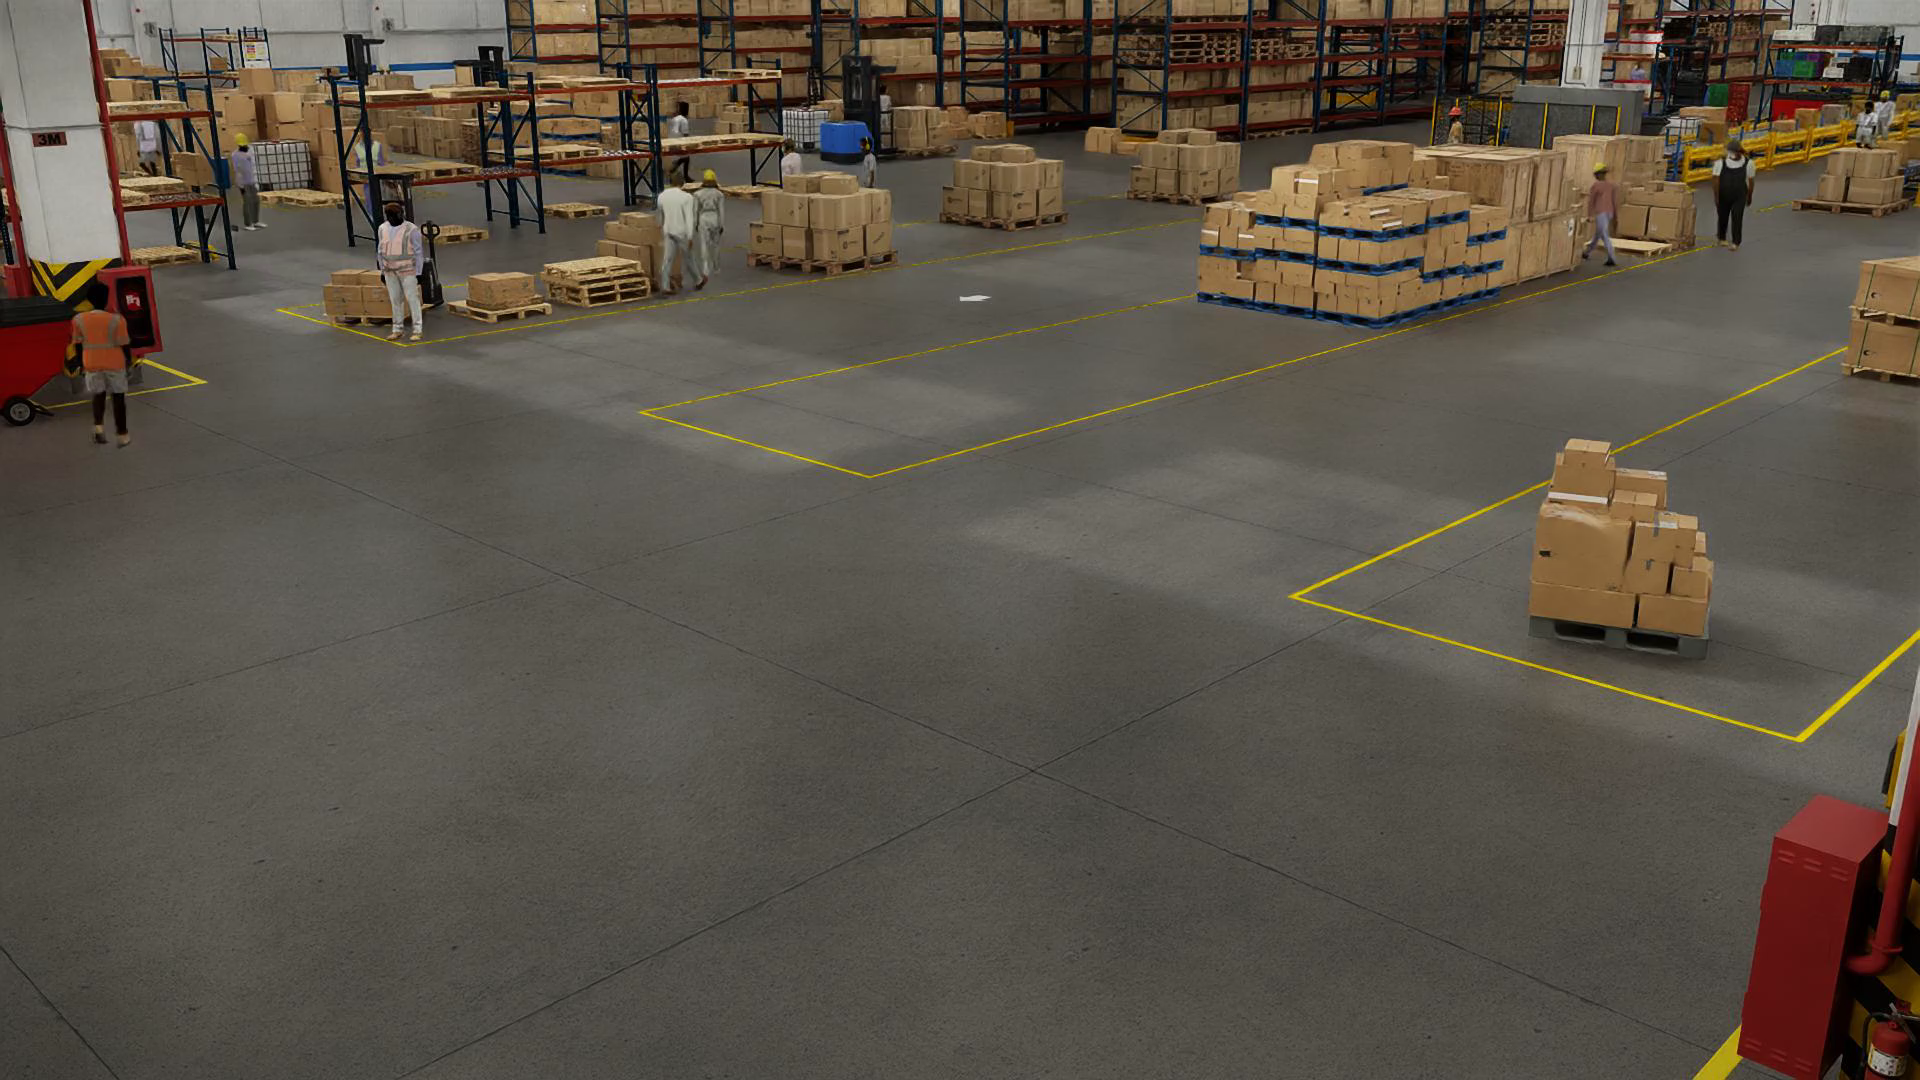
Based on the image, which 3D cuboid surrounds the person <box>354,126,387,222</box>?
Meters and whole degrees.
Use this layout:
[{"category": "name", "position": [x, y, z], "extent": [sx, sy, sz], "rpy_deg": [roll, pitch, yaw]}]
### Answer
[{"category": "person", "position": [-11.919, -7.433, 33.719], "extent": [0.604, 1.896, 0.697], "rpy_deg": [1, 18, 2]}]

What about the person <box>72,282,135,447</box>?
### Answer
[{"category": "person", "position": [-8.725, -1.775, 16.980], "extent": [0.570, 1.686, 0.355], "rpy_deg": [-3, 19, -10]}]

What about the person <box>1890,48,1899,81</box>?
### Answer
[{"category": "person", "position": [46.518, -23.631, 82.632], "extent": [0.646, 1.818, 0.650], "rpy_deg": [5, 19, 16]}]

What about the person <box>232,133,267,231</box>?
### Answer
[{"category": "person", "position": [-13.810, -6.934, 32.235], "extent": [0.493, 1.875, 0.640], "rpy_deg": [4, 19, 13]}]

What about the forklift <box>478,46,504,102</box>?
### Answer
[{"category": "forklift", "position": [-14.397, -13.832, 51.456], "extent": [1.129, 2.768, 1.873], "rpy_deg": [17, 25, 41]}]

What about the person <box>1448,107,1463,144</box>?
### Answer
[{"category": "person", "position": [11.330, -8.948, 38.210], "extent": [0.364, 1.939, 0.542], "rpy_deg": [6, 19, 19]}]

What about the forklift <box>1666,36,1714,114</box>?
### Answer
[{"category": "forklift", "position": [27.341, -17.291, 61.877], "extent": [1.129, 2.768, 1.873], "rpy_deg": [17, 25, 41]}]

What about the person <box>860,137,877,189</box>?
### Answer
[{"category": "person", "position": [-1.723, -6.661, 31.438], "extent": [0.310, 1.864, 0.534], "rpy_deg": [-3, 19, -8]}]

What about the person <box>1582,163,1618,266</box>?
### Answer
[{"category": "person", "position": [10.962, -5.569, 28.403], "extent": [0.537, 1.696, 0.939], "rpy_deg": [-10, 21, -27]}]

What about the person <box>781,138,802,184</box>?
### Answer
[{"category": "person", "position": [-3.095, -6.376, 30.460], "extent": [0.364, 1.937, 0.632], "rpy_deg": [6, 19, 18]}]

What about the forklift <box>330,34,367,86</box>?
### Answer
[{"category": "forklift", "position": [-23.532, -18.275, 64.841], "extent": [1.129, 2.768, 1.873], "rpy_deg": [17, 25, 41]}]

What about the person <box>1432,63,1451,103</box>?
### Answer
[{"category": "person", "position": [19.770, -18.702, 68.142], "extent": [0.901, 1.580, 0.514], "rpy_deg": [-8, 20, -23]}]

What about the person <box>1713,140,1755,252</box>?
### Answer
[{"category": "person", "position": [13.928, -6.277, 30.006], "extent": [0.697, 2.000, 0.978], "rpy_deg": [10, 21, 27]}]

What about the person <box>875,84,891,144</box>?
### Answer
[{"category": "person", "position": [-2.238, -12.395, 48.745], "extent": [0.508, 1.855, 0.455], "rpy_deg": [-7, 19, -19]}]

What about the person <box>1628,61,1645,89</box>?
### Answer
[{"category": "person", "position": [25.309, -16.994, 62.483], "extent": [0.674, 1.913, 0.646], "rpy_deg": [-10, 21, -28]}]

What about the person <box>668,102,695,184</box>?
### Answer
[{"category": "person", "position": [-6.704, -9.547, 39.993], "extent": [0.512, 1.950, 0.640], "rpy_deg": [-12, 22, -32]}]

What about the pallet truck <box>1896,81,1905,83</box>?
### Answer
[{"category": "pallet truck", "position": [34.802, -16.331, 61.455], "extent": [0.653, 1.274, 1.630], "rpy_deg": [17, 25, 41]}]

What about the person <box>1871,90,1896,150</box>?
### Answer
[{"category": "person", "position": [26.212, -11.864, 47.229], "extent": [0.581, 1.797, 0.867], "rpy_deg": [16, 24, 40]}]

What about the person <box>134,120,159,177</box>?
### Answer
[{"category": "person", "position": [-18.990, -9.166, 38.885], "extent": [0.423, 1.927, 0.563], "rpy_deg": [12, 22, 31]}]

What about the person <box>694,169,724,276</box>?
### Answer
[{"category": "person", "position": [-4.090, -5.171, 27.180], "extent": [0.493, 1.726, 0.718], "rpy_deg": [-2, 18, -6]}]

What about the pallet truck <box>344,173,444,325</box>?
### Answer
[{"category": "pallet truck", "position": [-8.209, -4.181, 23.757], "extent": [0.823, 1.965, 1.885], "rpy_deg": [3, 19, 9]}]

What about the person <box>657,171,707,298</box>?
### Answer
[{"category": "person", "position": [-4.290, -4.693, 25.474], "extent": [0.644, 1.874, 1.066], "rpy_deg": [7, 20, 20]}]

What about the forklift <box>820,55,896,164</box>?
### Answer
[{"category": "forklift", "position": [-2.790, -11.631, 44.823], "extent": [1.129, 2.768, 1.873], "rpy_deg": [17, 25, 41]}]

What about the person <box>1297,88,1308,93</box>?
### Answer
[{"category": "person", "position": [12.432, -16.232, 60.574], "extent": [0.538, 1.667, 0.754], "rpy_deg": [6, 19, 18]}]

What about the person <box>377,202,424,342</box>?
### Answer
[{"category": "person", "position": [-7.445, -3.559, 22.127], "extent": [0.636, 1.842, 0.429], "rpy_deg": [4, 19, 12]}]

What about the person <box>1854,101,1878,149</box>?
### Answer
[{"category": "person", "position": [24.143, -10.840, 44.318], "extent": [0.472, 1.688, 0.543], "rpy_deg": [-15, 24, -38]}]

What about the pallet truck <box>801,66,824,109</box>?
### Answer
[{"category": "pallet truck", "position": [-4.812, -15.182, 56.903], "extent": [0.823, 1.965, 1.885], "rpy_deg": [-9, 21, -26]}]

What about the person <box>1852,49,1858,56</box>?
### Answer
[{"category": "person", "position": [40.545, -21.351, 75.588], "extent": [0.638, 1.933, 1.064], "rpy_deg": [4, 19, 13]}]
